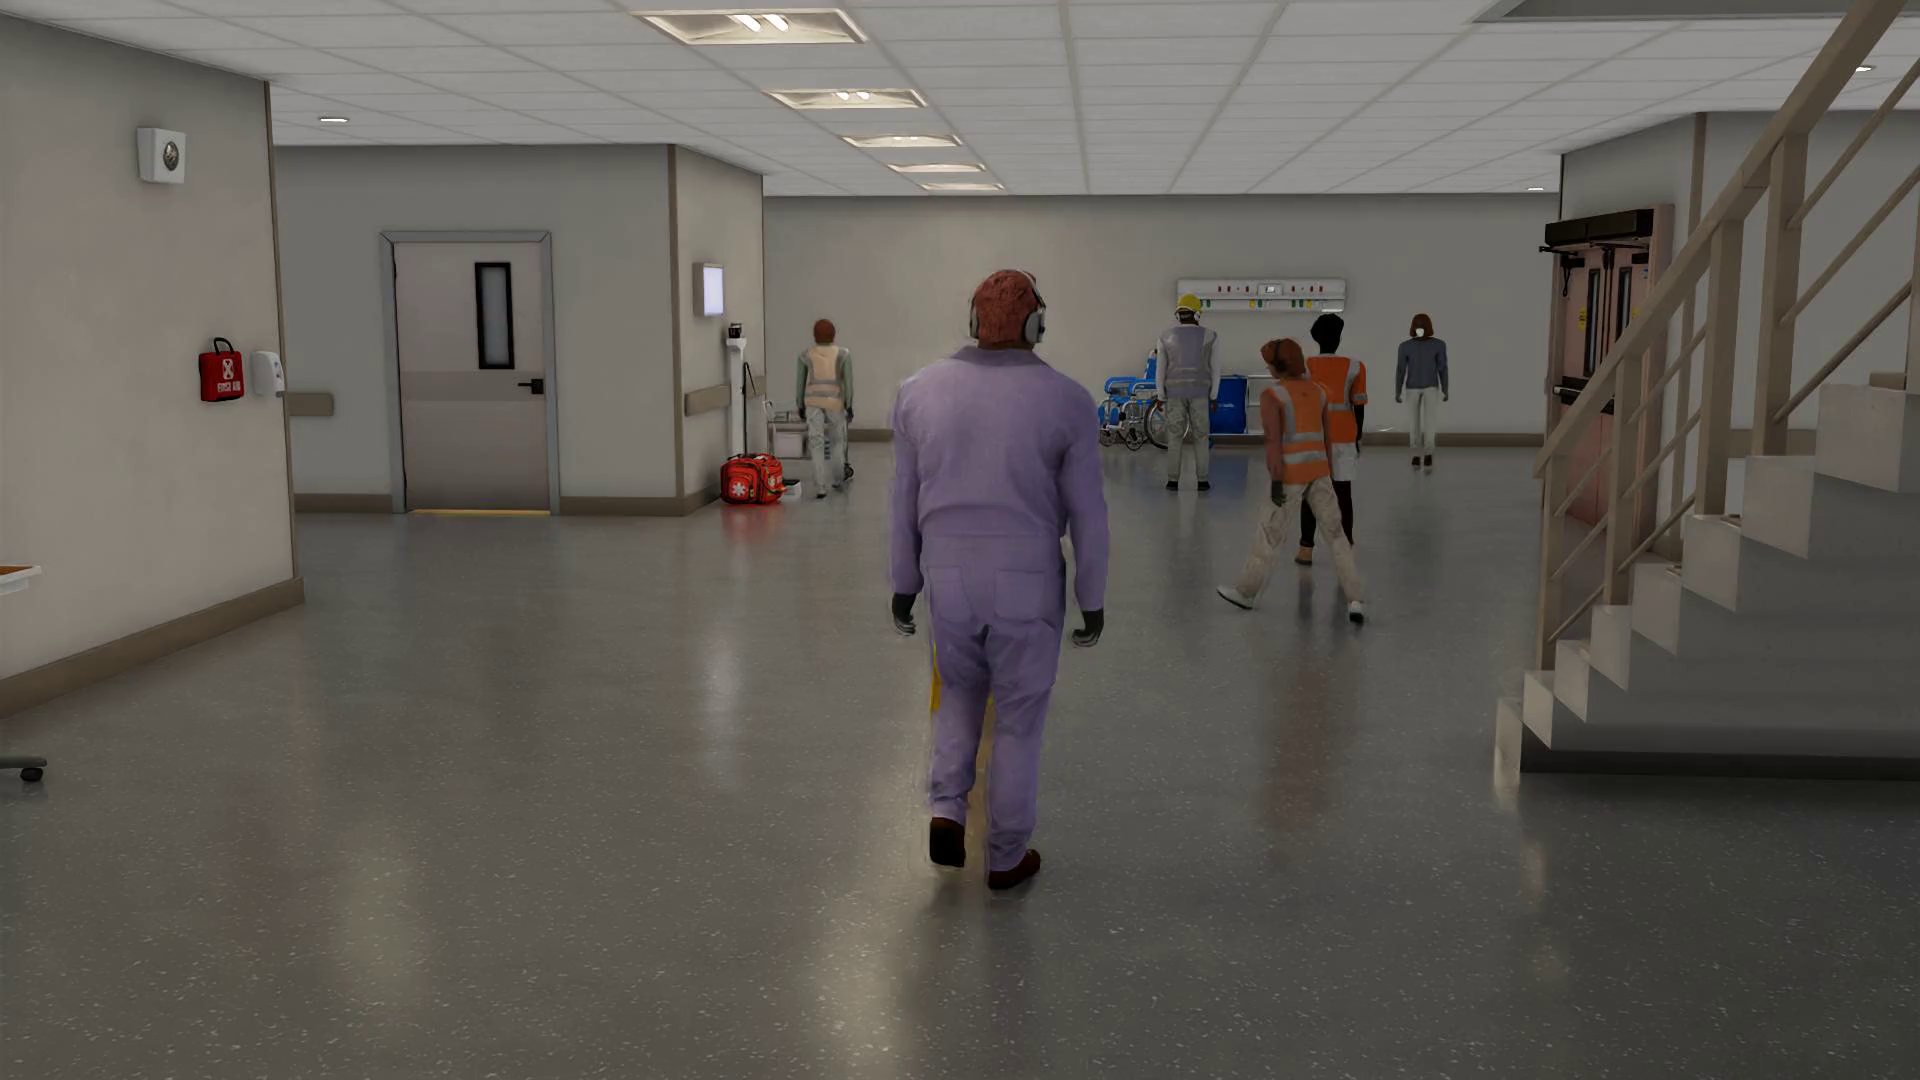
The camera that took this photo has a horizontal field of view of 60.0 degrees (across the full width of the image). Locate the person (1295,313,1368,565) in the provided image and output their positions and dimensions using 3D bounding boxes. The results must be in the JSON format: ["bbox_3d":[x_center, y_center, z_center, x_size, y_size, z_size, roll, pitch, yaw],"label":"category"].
[{"bbox_3d":[2.454,-0.669,11.170,0.537,1.696,0.321,1,8,6],"label":"person"}]

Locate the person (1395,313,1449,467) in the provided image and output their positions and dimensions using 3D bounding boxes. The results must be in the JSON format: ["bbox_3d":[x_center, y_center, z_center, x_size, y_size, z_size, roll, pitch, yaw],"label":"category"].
[{"bbox_3d":[4.869,-1.572,17.544,0.549,1.616,0.546,3,9,22],"label":"person"}]

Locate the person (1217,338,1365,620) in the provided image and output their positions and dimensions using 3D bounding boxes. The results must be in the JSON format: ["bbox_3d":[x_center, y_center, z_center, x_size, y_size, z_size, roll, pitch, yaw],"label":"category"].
[{"bbox_3d":[1.921,-0.341,9.365,0.571,1.570,0.925,-5,10,-32],"label":"person"}]

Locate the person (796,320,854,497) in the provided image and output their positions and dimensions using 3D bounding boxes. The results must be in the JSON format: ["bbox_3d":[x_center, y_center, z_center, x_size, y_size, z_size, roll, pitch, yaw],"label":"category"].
[{"bbox_3d":[-1.223,-1.202,15.142,0.530,1.580,0.899,0,8,0],"label":"person"}]

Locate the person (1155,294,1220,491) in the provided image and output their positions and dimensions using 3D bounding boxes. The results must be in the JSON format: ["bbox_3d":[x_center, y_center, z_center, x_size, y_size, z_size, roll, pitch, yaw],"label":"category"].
[{"bbox_3d":[2.109,-1.360,15.439,0.592,1.825,0.404,1,8,6],"label":"person"}]

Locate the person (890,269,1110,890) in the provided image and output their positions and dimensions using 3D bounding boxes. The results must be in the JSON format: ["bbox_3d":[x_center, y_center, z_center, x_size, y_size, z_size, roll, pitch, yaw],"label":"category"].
[{"bbox_3d":[0.131,0.129,5.077,0.682,1.891,0.429,3,9,21],"label":"person"}]
